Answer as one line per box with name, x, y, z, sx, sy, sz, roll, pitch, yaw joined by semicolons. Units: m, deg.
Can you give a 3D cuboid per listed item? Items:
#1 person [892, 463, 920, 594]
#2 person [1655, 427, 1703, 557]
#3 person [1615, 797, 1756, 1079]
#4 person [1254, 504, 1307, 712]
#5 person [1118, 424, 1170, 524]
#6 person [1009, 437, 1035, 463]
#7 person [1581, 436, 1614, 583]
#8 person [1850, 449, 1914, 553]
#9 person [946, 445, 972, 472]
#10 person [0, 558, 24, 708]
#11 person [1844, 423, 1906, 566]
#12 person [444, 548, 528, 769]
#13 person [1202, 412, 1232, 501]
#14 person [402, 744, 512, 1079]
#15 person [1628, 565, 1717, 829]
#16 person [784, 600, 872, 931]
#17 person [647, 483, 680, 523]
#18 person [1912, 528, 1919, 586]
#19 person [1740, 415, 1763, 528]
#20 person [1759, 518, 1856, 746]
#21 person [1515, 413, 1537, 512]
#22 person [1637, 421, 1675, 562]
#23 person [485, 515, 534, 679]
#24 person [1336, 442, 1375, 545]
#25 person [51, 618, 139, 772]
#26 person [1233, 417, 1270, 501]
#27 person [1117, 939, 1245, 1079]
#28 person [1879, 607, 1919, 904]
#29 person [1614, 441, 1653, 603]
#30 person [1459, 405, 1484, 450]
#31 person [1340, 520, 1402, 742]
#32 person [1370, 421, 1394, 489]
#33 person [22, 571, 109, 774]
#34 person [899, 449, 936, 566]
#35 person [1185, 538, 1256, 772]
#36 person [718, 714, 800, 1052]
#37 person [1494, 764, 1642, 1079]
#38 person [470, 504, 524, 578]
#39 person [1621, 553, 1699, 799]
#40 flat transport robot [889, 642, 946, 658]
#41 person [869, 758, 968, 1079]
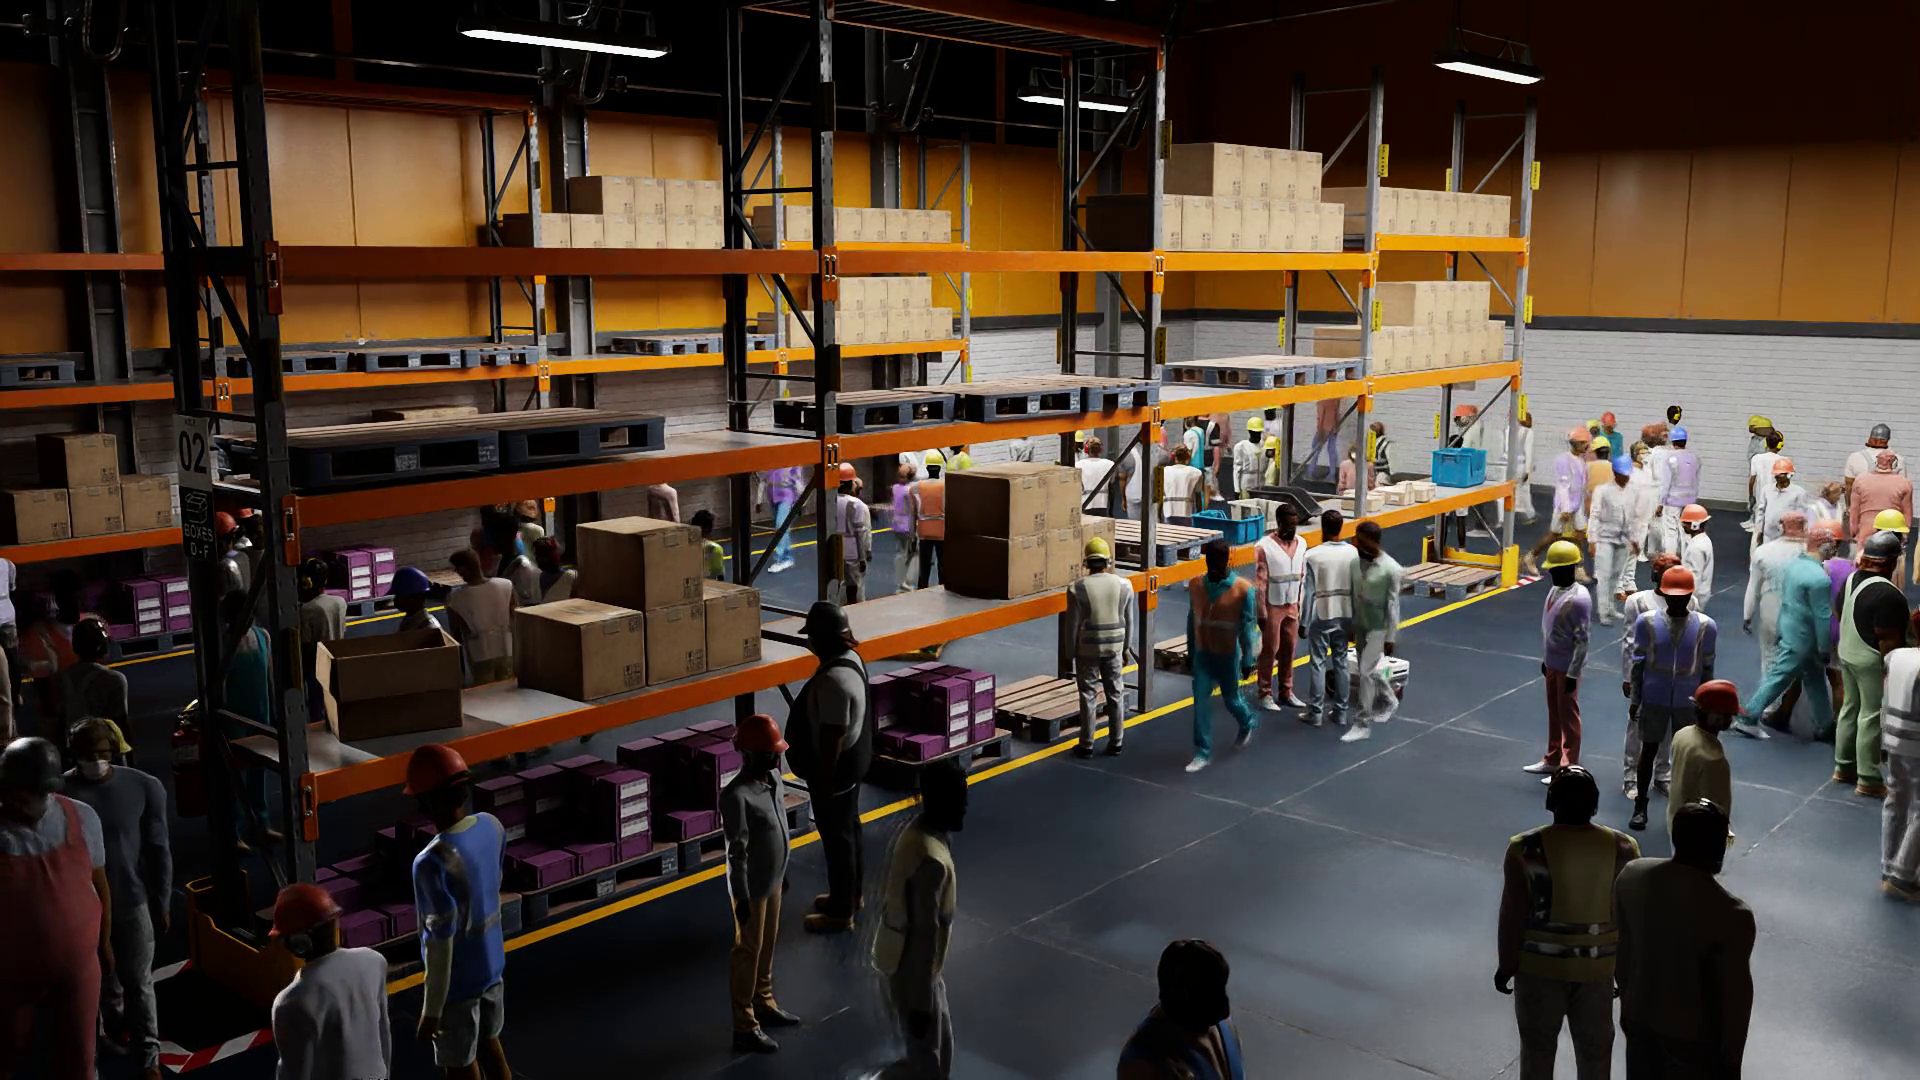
person;-0.638;-0.124;20.279;0.374;1.626;0.516;-7;12;-35
person;9.270;-0.488;21.497;0.602;1.941;0.402;-3;10;-18
person;2.923;1.986;6.778;0.367;1.932;0.623;-5;11;-29
person;2.896;0.606;15.083;0.596;1.907;0.411;-6;11;-34
person;2.416;-0.545;21.540;0.674;2.000;0.537;4;10;23
person;0.900;-0.939;24.777;0.486;1.744;0.294;-9;13;-44
person;8.144;-0.380;21.093;0.619;1.865;1.002;5;11;29
person;10.691;-0.105;19.312;0.651;1.907;0.409;7;12;37
person;-0.034;-0.679;23.365;0.317;1.695;0.540;-6;11;-30
person;-8.713;0.726;14.972;0.315;1.696;0.541;2;10;10
person;11.583;-0.469;21.086;0.689;2.000;0.537;6;11;32
person;-3.763;0.962;13.253;0.616;1.804;0.530;-8;12;-39
person;4.307;-1.627;28.498;0.643;1.877;0.809;-7;12;-37
person;-2.173;1.868;7.159;0.404;2.033;0.608;2;10;11
person;5.058;1.132;11.832;0.552;1.935;0.365;4;10;20
person;-0.810;1.355;10.195;0.536;2.000;0.684;0;10;3
person;-3.476;-0.094;19.667;0.532;1.767;0.325;8;13;41
person;10.127;0.321;17.083;0.591;1.790;0.956;6;11;34
person;12.151;-1.046;25.455;0.319;1.737;0.486;4;10;21
person;7.269;0.756;14.184;0.566;1.896;0.903;-4;10;-24
person;9.193;-1.257;27.118;0.498;1.619;0.518;-2;10;-12
person;9.456;-0.657;22.596;0.643;1.913;0.411;-3;10;-20
person;-3.765;0.762;14.025;0.398;1.955;0.632;-7;12;-35
person;5.387;-0.536;22.765;0.500;1.612;0.633;7;12;38
person;-5.451;1.402;10.525;0.505;1.838;0.340;2;10;12
person;4.068;-0.750;23.100;0.590;1.926;0.388;-4;10;-24
person;0.771;2.222;5.613;0.429;1.841;0.637;6;11;31
person;6.099;1.366;10.689;0.463;1.865;0.663;-1;10;-7
person;8.070;-0.225;19.929;0.627;1.941;0.371;-7;12;-36
person;8.711;-1.493;28.397;0.513;1.640;0.309;-4;10;-25
person;3.592;0.754;14.317;0.883;1.874;0.628;-5;11;-27
person;6.632;-1.073;25.982;0.705;1.601;0.535;-5;11;-27
person;-6.127;1.174;11.605;0.909;1.922;0.597;8;12;38
person;-0.539;-0.605;22.243;0.546;1.929;0.391;-1;10;-8
person;2.128;0.895;13.451;0.597;1.883;0.836;7;12;34
person;-1.033;1.756;8.658;0.329;1.751;0.569;3;10;16
person;2.717;1.907;7.494;0.621;1.845;0.429;0;10;2
person;-4.415;0.498;15.965;0.638;1.820;0.634;6;11;31
person;5.293;1.030;12.604;0.575;1.885;0.355;-1;10;-6
flat transport robot;-0.459;0.997;17.608;0.652;0.197;1.431;1;10;8
person;-0.266;1.908;7.383;0.667;1.868;0.687;-1;10;-6
